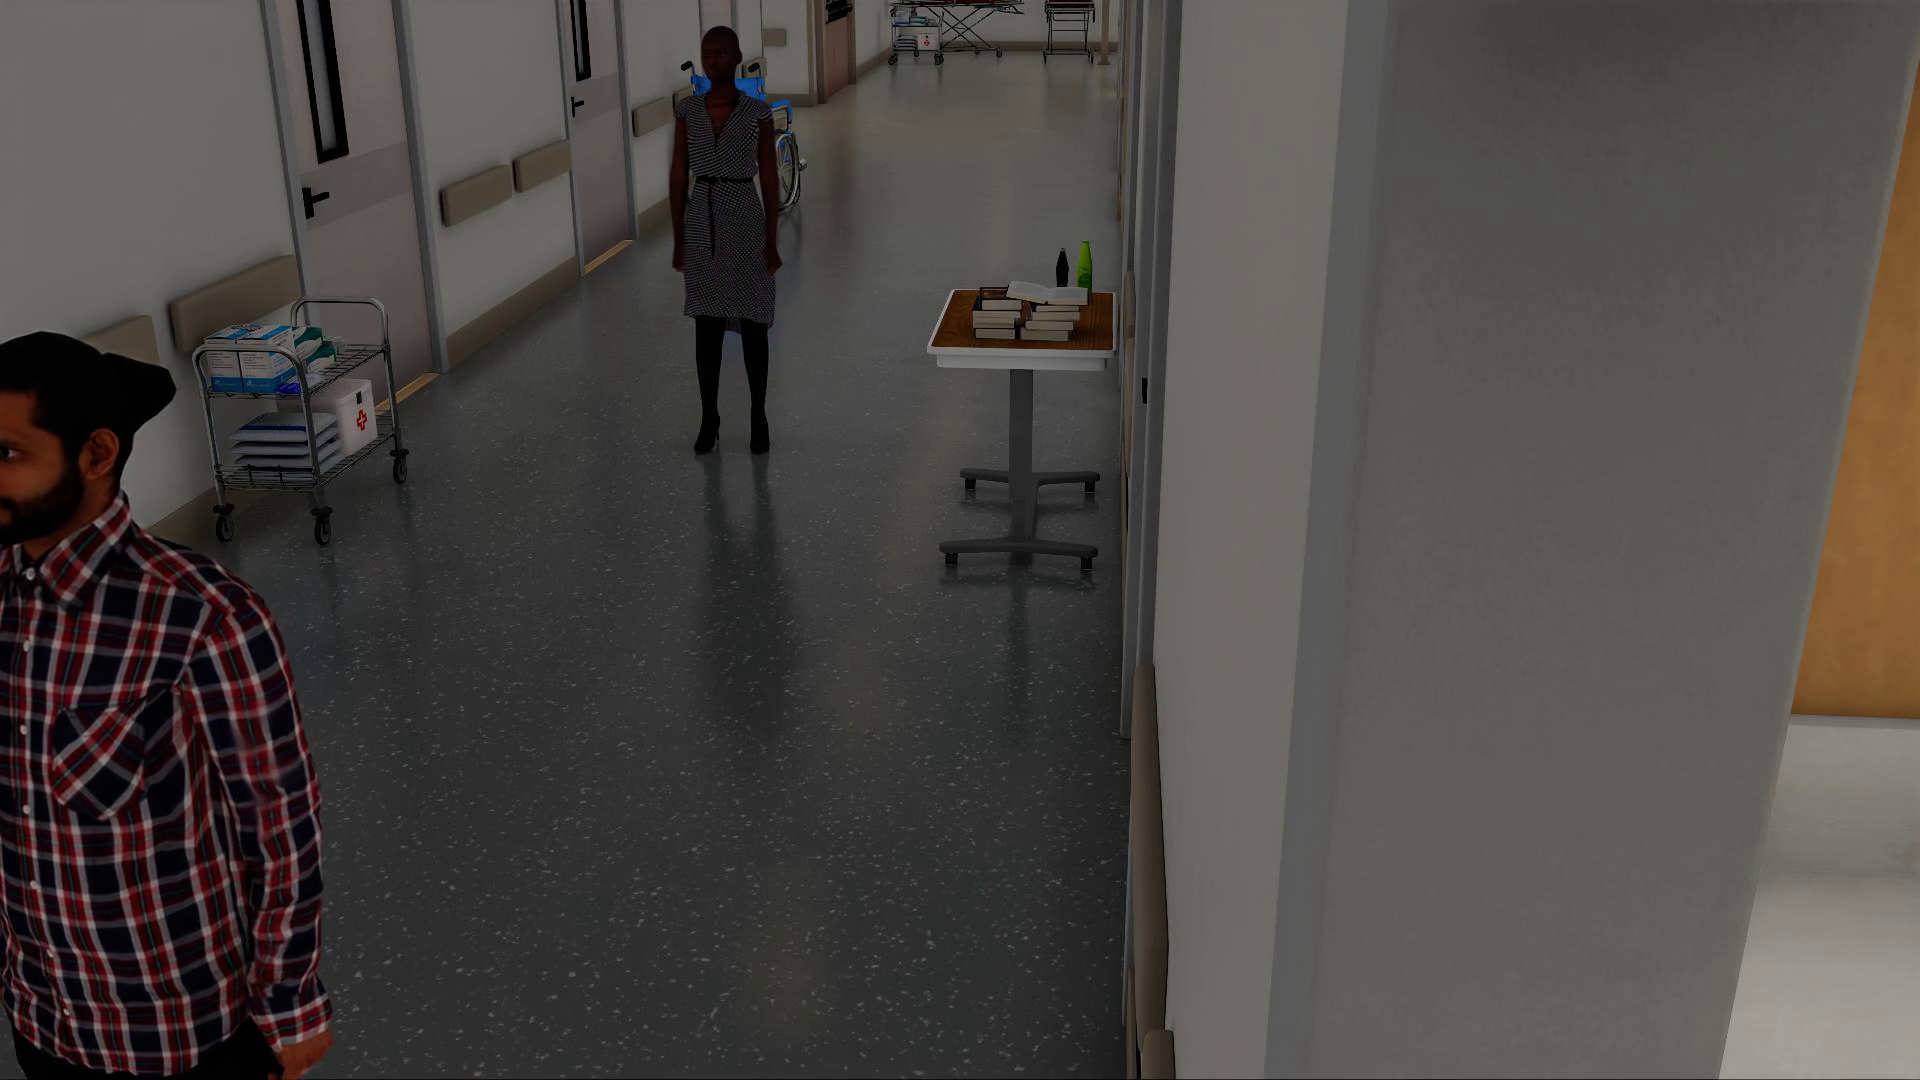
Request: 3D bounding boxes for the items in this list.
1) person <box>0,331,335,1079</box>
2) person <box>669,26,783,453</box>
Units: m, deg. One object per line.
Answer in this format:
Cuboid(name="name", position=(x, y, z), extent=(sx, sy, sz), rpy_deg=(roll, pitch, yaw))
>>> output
Cuboid(name="person", position=(-1.101, 0.578, 2.271), extent=(0.743, 1.761, 0.644), rpy_deg=(6, 21, 15))
Cuboid(name="person", position=(-0.985, -1.253, 7.067), extent=(0.614, 1.788, 0.516), rpy_deg=(1, 21, 4))
